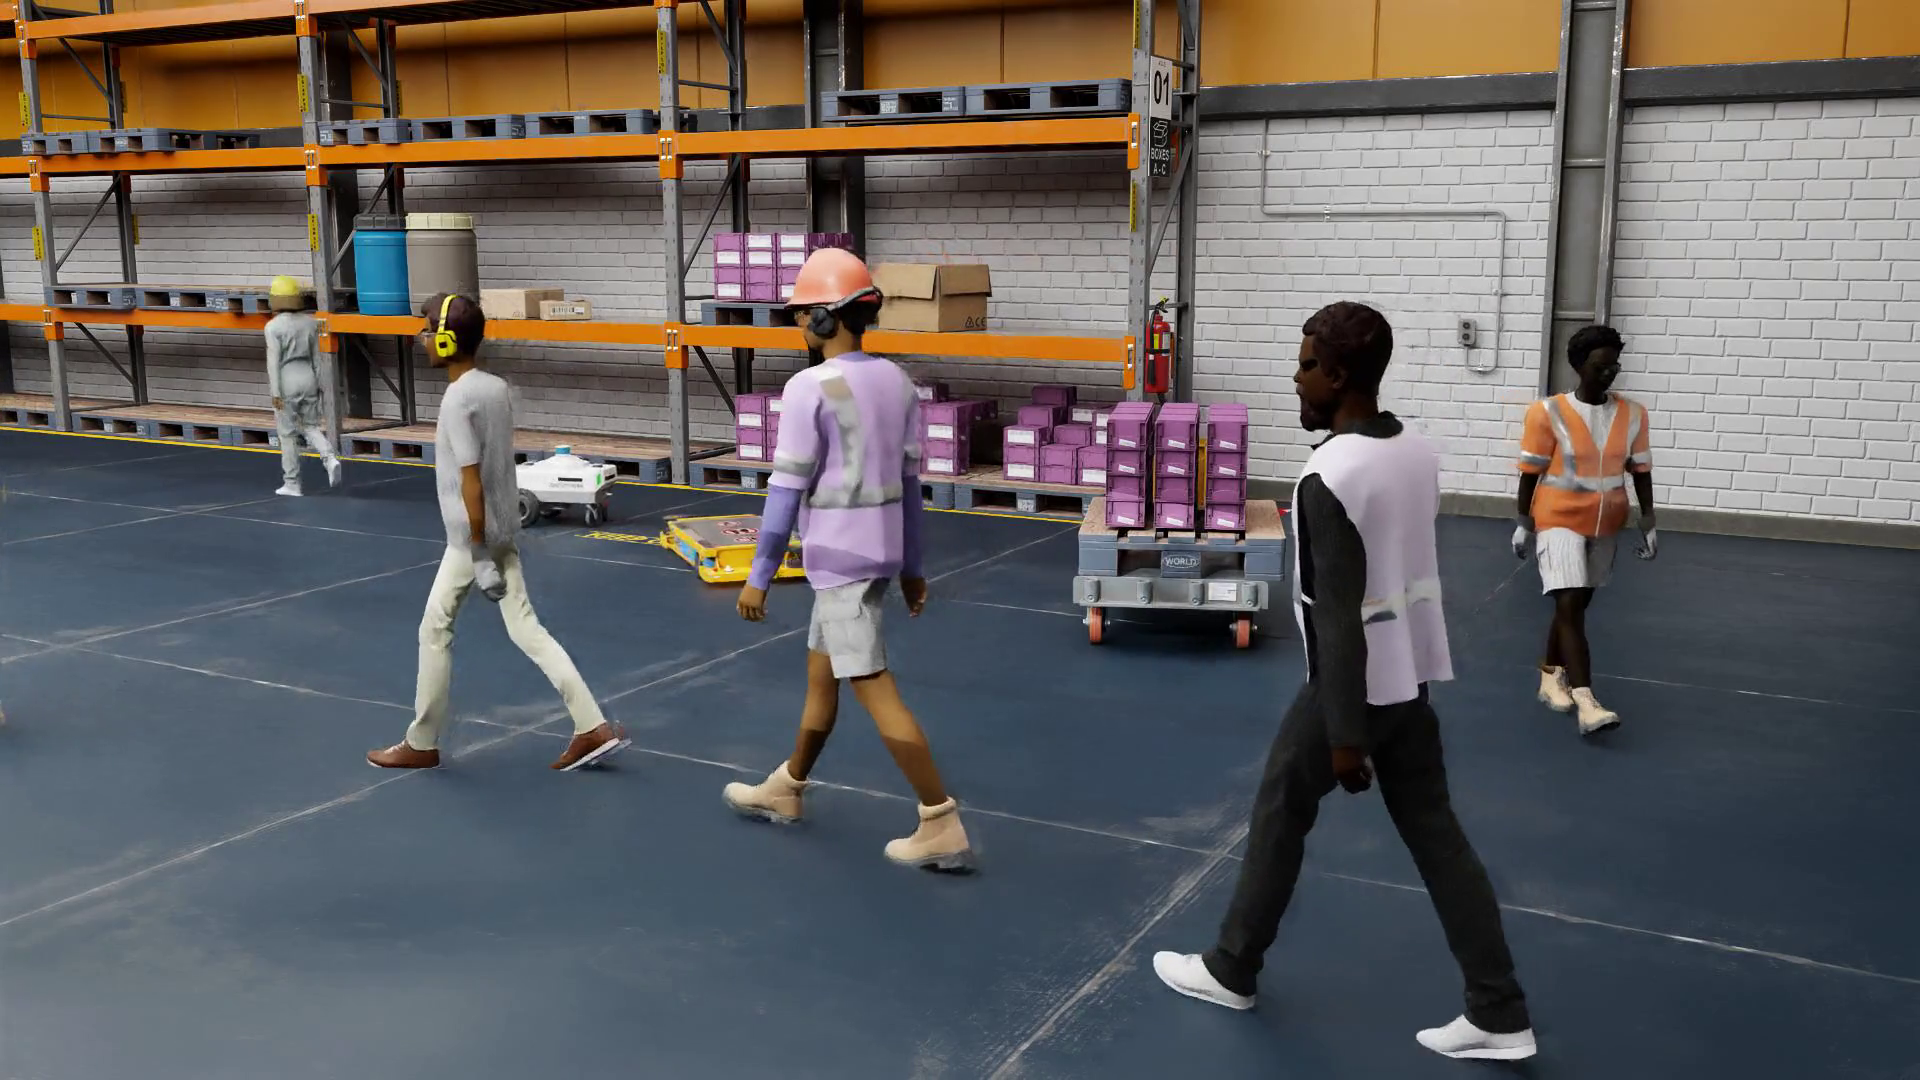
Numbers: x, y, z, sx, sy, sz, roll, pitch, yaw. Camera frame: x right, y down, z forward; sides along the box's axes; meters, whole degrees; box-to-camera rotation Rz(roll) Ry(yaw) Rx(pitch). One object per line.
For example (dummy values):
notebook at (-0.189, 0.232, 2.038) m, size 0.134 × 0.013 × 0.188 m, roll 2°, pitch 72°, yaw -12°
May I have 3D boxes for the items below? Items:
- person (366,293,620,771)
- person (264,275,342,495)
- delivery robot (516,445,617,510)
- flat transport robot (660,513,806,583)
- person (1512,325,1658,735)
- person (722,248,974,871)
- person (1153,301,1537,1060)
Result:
person at (-1.763, -0.008, 6.234) m, size 0.973 × 1.831 × 0.513 m, roll 2°, pitch 11°, yaw 10°
person at (-5.143, -1.189, 12.930) m, size 0.555 × 1.729 × 0.497 m, roll 6°, pitch 12°, yaw 31°
delivery robot at (-2.787, -0.422, 11.706) m, size 0.707 × 0.478 × 0.477 m, roll 2°, pitch 11°, yaw 11°
flat transport robot at (-1.389, 0.027, 10.280) m, size 0.652 × 0.197 × 1.431 m, roll -4°, pitch 11°, yaw -21°
person at (2.599, -0.038, 6.802) m, size 0.557 × 1.652 × 0.835 m, roll -2°, pitch 10°, yaw -9°
person at (-0.368, 0.060, 5.406) m, size 1.048 × 1.993 × 0.614 m, roll 5°, pitch 12°, yaw 27°
person at (1.002, 0.351, 4.126) m, size 1.009 × 1.875 × 0.586 m, roll 9°, pitch 14°, yaw 41°
